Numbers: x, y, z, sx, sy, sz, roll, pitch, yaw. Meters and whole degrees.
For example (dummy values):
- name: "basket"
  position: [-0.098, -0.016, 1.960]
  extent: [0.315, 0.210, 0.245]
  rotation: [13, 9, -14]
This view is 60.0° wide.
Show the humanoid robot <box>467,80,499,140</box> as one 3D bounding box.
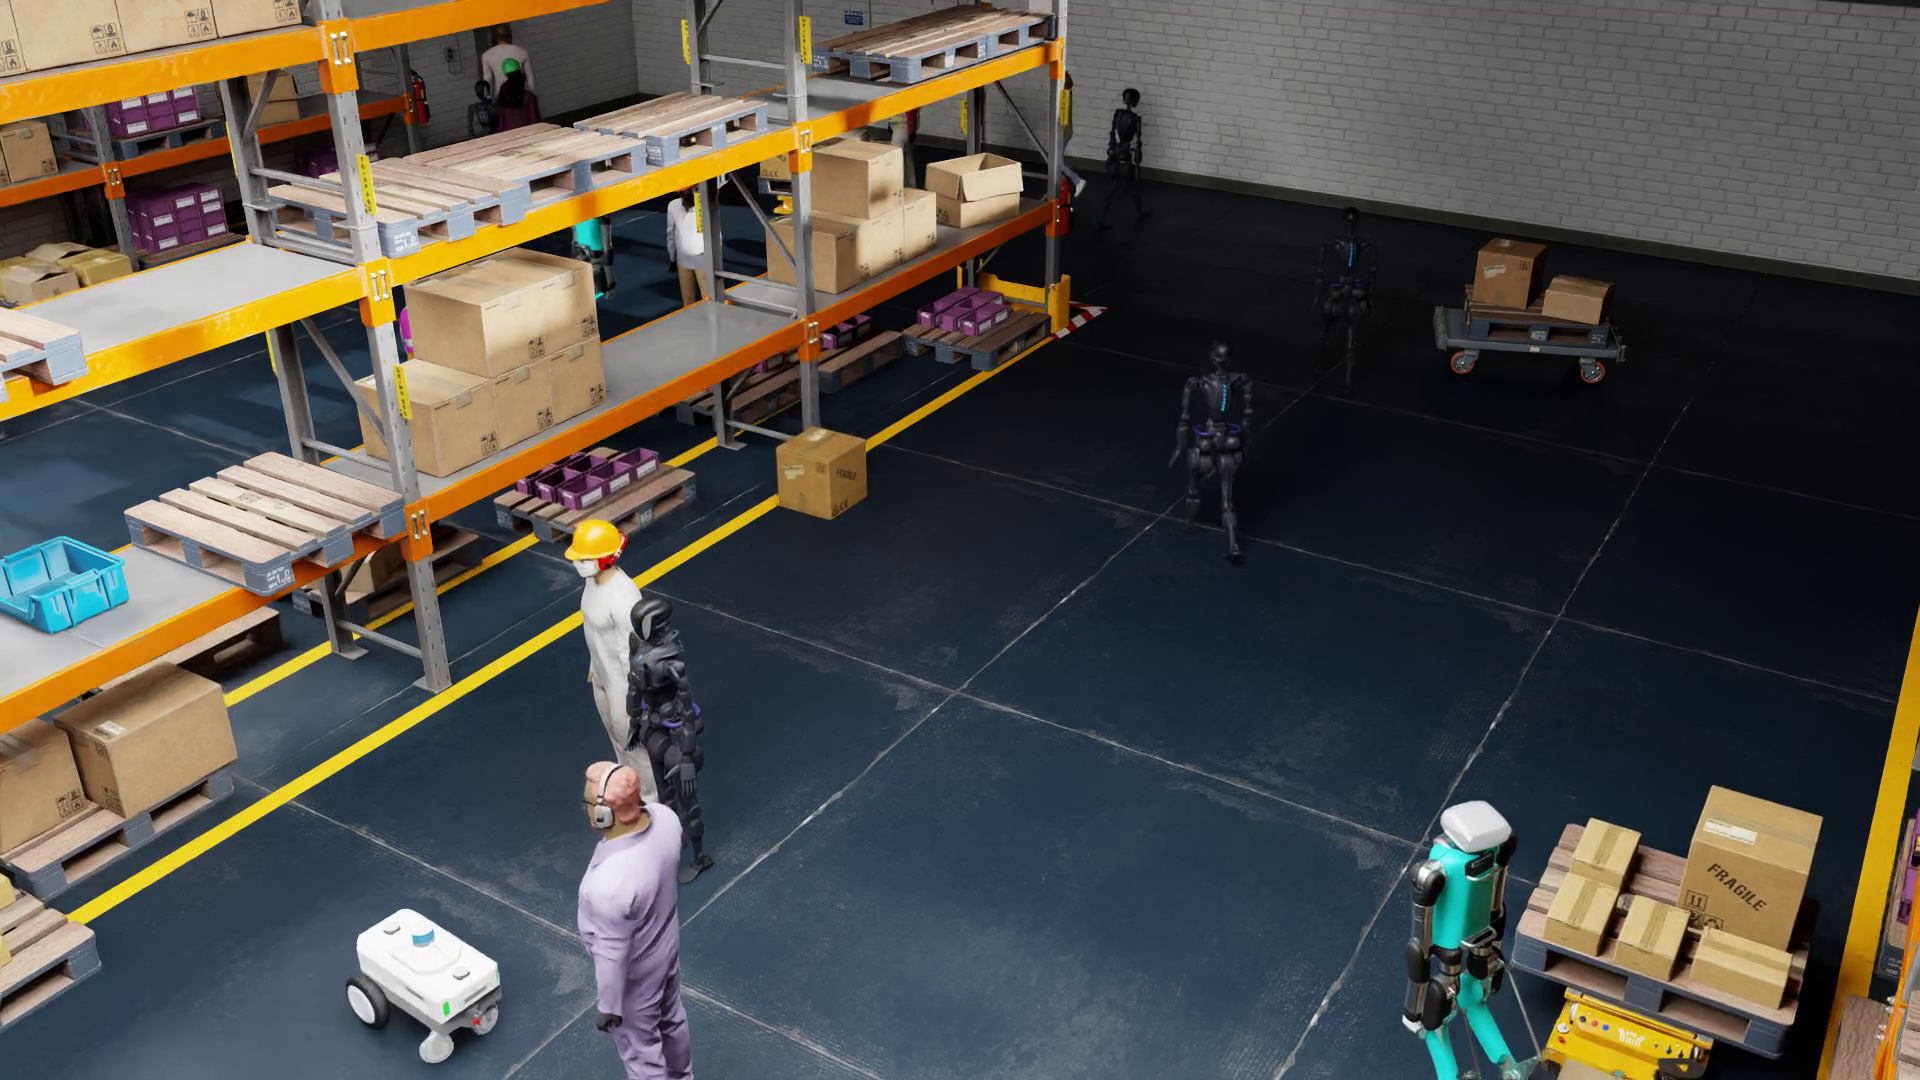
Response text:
- name: "humanoid robot"
  position: [-5.539, -4.589, 19.696]
  extent: [0.604, 1.647, 0.503]
  rotation: [5, 27, 9]

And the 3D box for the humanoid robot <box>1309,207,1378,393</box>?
- name: "humanoid robot"
  position: [3.462, -2.204, 15.020]
  extent: [0.589, 1.627, 0.749]
  rotation: [0, 27, -1]

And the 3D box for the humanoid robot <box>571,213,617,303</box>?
- name: "humanoid robot"
  position: [-3.510, -2.329, 15.185]
  extent: [0.550, 1.783, 0.873]
  rotation: [20, 33, 33]

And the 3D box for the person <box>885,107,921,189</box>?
- name: "person"
  position: [-0.804, -5.094, 20.521]
  extent: [0.635, 1.821, 0.649]
  rotation: [-7, 28, -13]

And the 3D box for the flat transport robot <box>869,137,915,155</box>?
- name: "flat transport robot"
  position: [-1.132, -5.123, 22.292]
  extent: [0.659, 0.231, 1.431]
  rotation: [7, 28, 14]

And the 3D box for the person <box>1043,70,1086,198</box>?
- name: "person"
  position: [1.297, -4.981, 20.516]
  extent: [0.504, 1.614, 0.511]
  rotation: [8, 28, 15]

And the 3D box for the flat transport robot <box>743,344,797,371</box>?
- name: "flat transport robot"
  position: [-1.813, -1.780, 15.705]
  extent: [0.659, 0.231, 1.431]
  rotation: [16, 31, 29]

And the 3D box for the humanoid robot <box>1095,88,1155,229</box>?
- name: "humanoid robot"
  position: [1.931, -4.469, 19.487]
  extent: [0.776, 1.631, 0.591]
  rotation: [-17, 31, -30]

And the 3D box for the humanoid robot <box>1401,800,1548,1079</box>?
- name: "humanoid robot"
  position: [2.129, 1.955, 6.775]
  extent: [0.539, 1.846, 0.667]
  rotation: [-17, 31, -30]

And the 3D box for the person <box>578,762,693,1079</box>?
- name: "person"
  position: [-1.370, 1.749, 6.950]
  extent: [0.402, 1.903, 0.646]
  rotation: [6, 28, 12]

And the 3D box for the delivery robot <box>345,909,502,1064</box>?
- name: "delivery robot"
  position: [-2.520, 2.055, 7.830]
  extent: [0.763, 0.592, 0.525]
  rotation: [19, 32, 32]

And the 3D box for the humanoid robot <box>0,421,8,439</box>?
- name: "humanoid robot"
  position: [-8.164, -1.565, 13.684]
  extent: [0.799, 1.795, 0.530]
  rotation: [10, 29, 19]

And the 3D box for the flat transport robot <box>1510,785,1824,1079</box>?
- name: "flat transport robot"
  position: [3.341, 2.124, 8.013]
  extent: [0.659, 0.231, 1.431]
  rotation: [16, 31, 28]

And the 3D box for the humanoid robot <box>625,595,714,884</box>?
- name: "humanoid robot"
  position: [-1.516, 1.023, 8.611]
  extent: [0.315, 1.657, 0.599]
  rotation: [-22, 34, -36]

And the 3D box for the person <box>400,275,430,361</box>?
- name: "person"
  position: [-4.162, -1.309, 13.033]
  extent: [0.338, 1.847, 0.509]
  rotation: [10, 29, 20]

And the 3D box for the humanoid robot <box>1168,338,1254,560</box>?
- name: "humanoid robot"
  position: [1.834, -0.655, 11.984]
  extent: [0.593, 1.643, 0.748]
  rotation: [-6, 27, -11]

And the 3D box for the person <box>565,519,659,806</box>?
- name: "person"
  position: [-1.858, 0.739, 8.956]
  extent: [0.379, 1.888, 0.562]
  rotation: [-15, 31, -28]

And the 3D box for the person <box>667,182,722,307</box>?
- name: "person"
  position: [-2.534, -2.663, 15.803]
  extent: [0.571, 1.748, 0.341]
  rotation: [11, 29, 20]

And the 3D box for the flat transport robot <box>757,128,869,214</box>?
- name: "flat transport robot"
  position: [-1.745, -4.289, 20.648]
  extent: [0.659, 0.231, 1.431]
  rotation: [7, 28, 14]

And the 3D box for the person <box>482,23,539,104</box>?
- name: "person"
  position: [-5.899, -5.848, 21.938]
  extent: [0.638, 1.882, 1.029]
  rotation: [0, 27, -1]

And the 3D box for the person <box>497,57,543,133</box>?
- name: "person"
  position: [-5.158, -4.680, 19.603]
  extent: [0.590, 1.919, 0.554]
  rotation: [9, 28, 16]
